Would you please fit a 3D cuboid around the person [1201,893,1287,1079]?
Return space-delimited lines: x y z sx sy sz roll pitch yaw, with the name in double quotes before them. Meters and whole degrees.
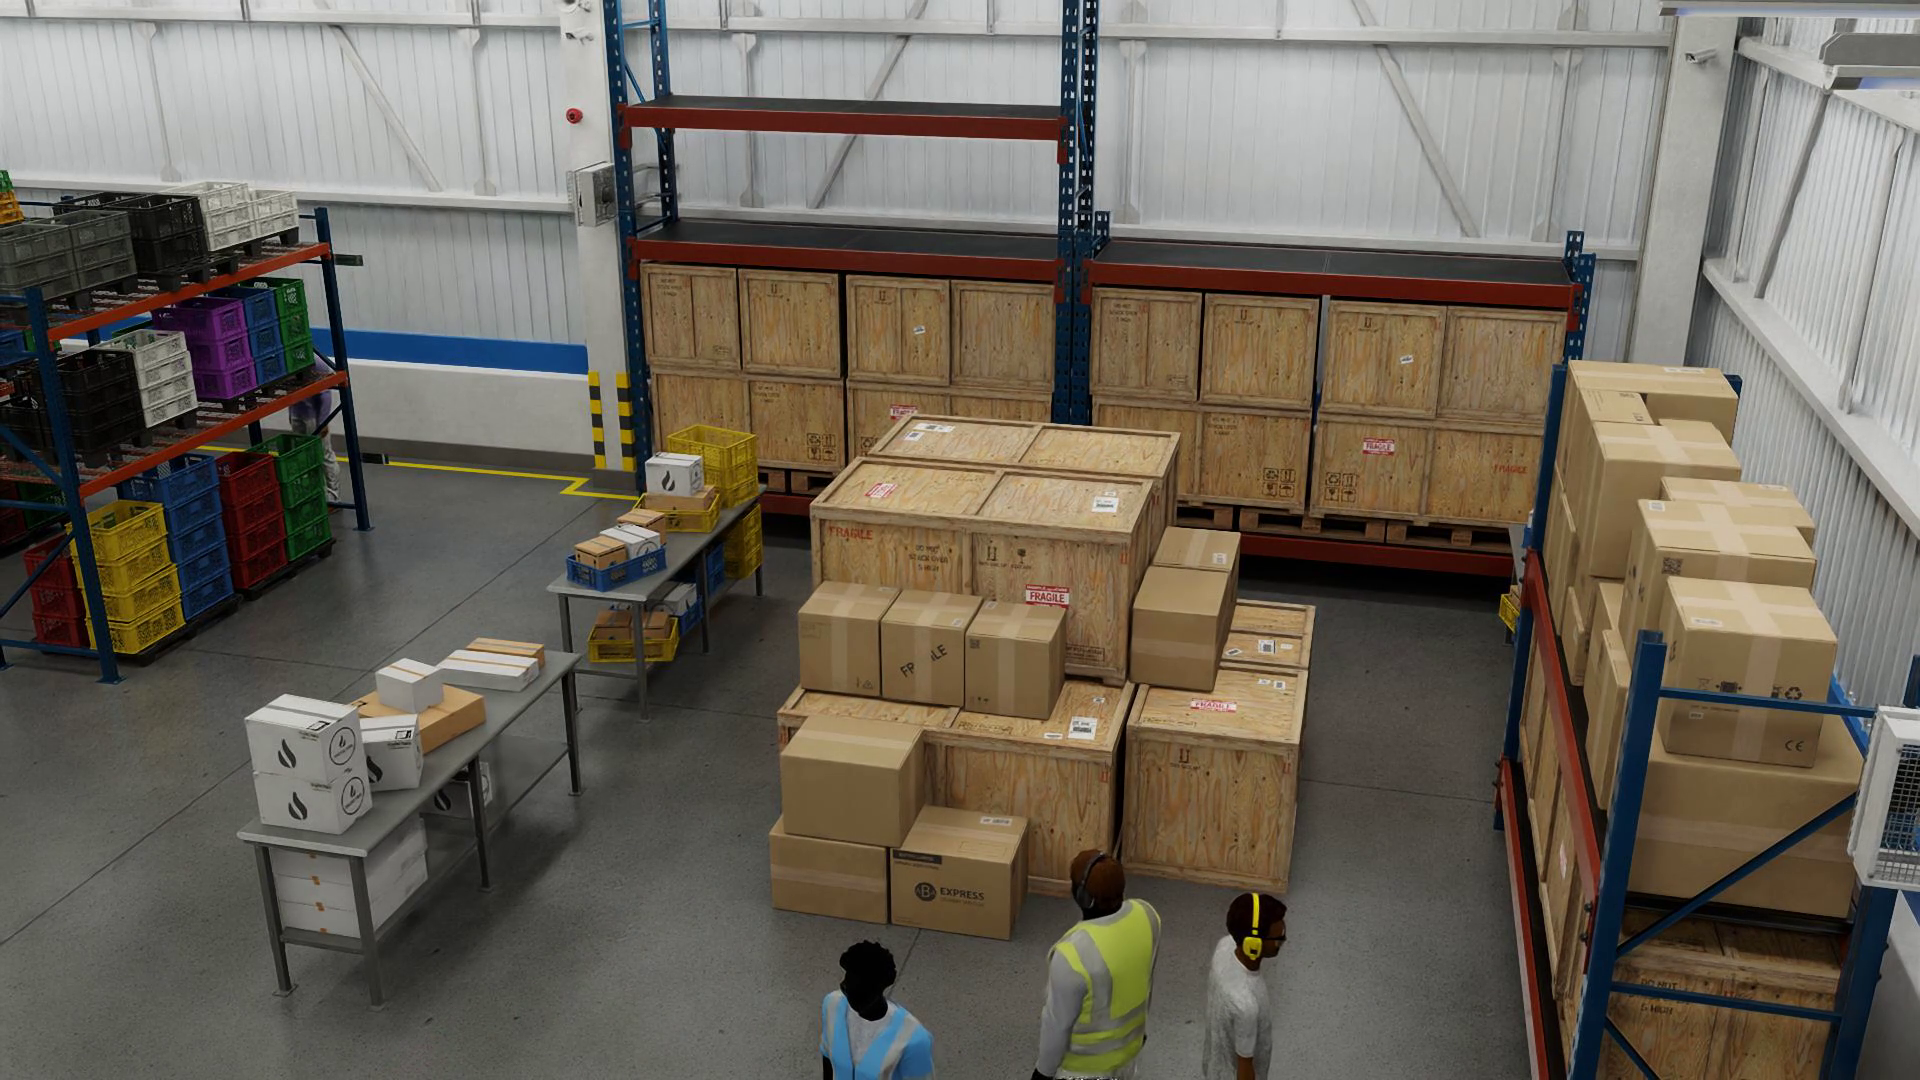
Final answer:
"person" 1.159 2.263 6.865 0.313 1.869 0.538 -1 21 -3

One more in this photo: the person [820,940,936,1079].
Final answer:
"person" -0.351 2.373 6.814 0.540 1.695 0.318 13 24 30

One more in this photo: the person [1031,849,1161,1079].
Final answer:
"person" 0.576 2.165 7.175 0.430 1.837 0.635 19 28 40

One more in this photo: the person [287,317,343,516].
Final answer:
"person" -6.176 -1.181 15.779 0.627 1.940 0.372 16 26 35
